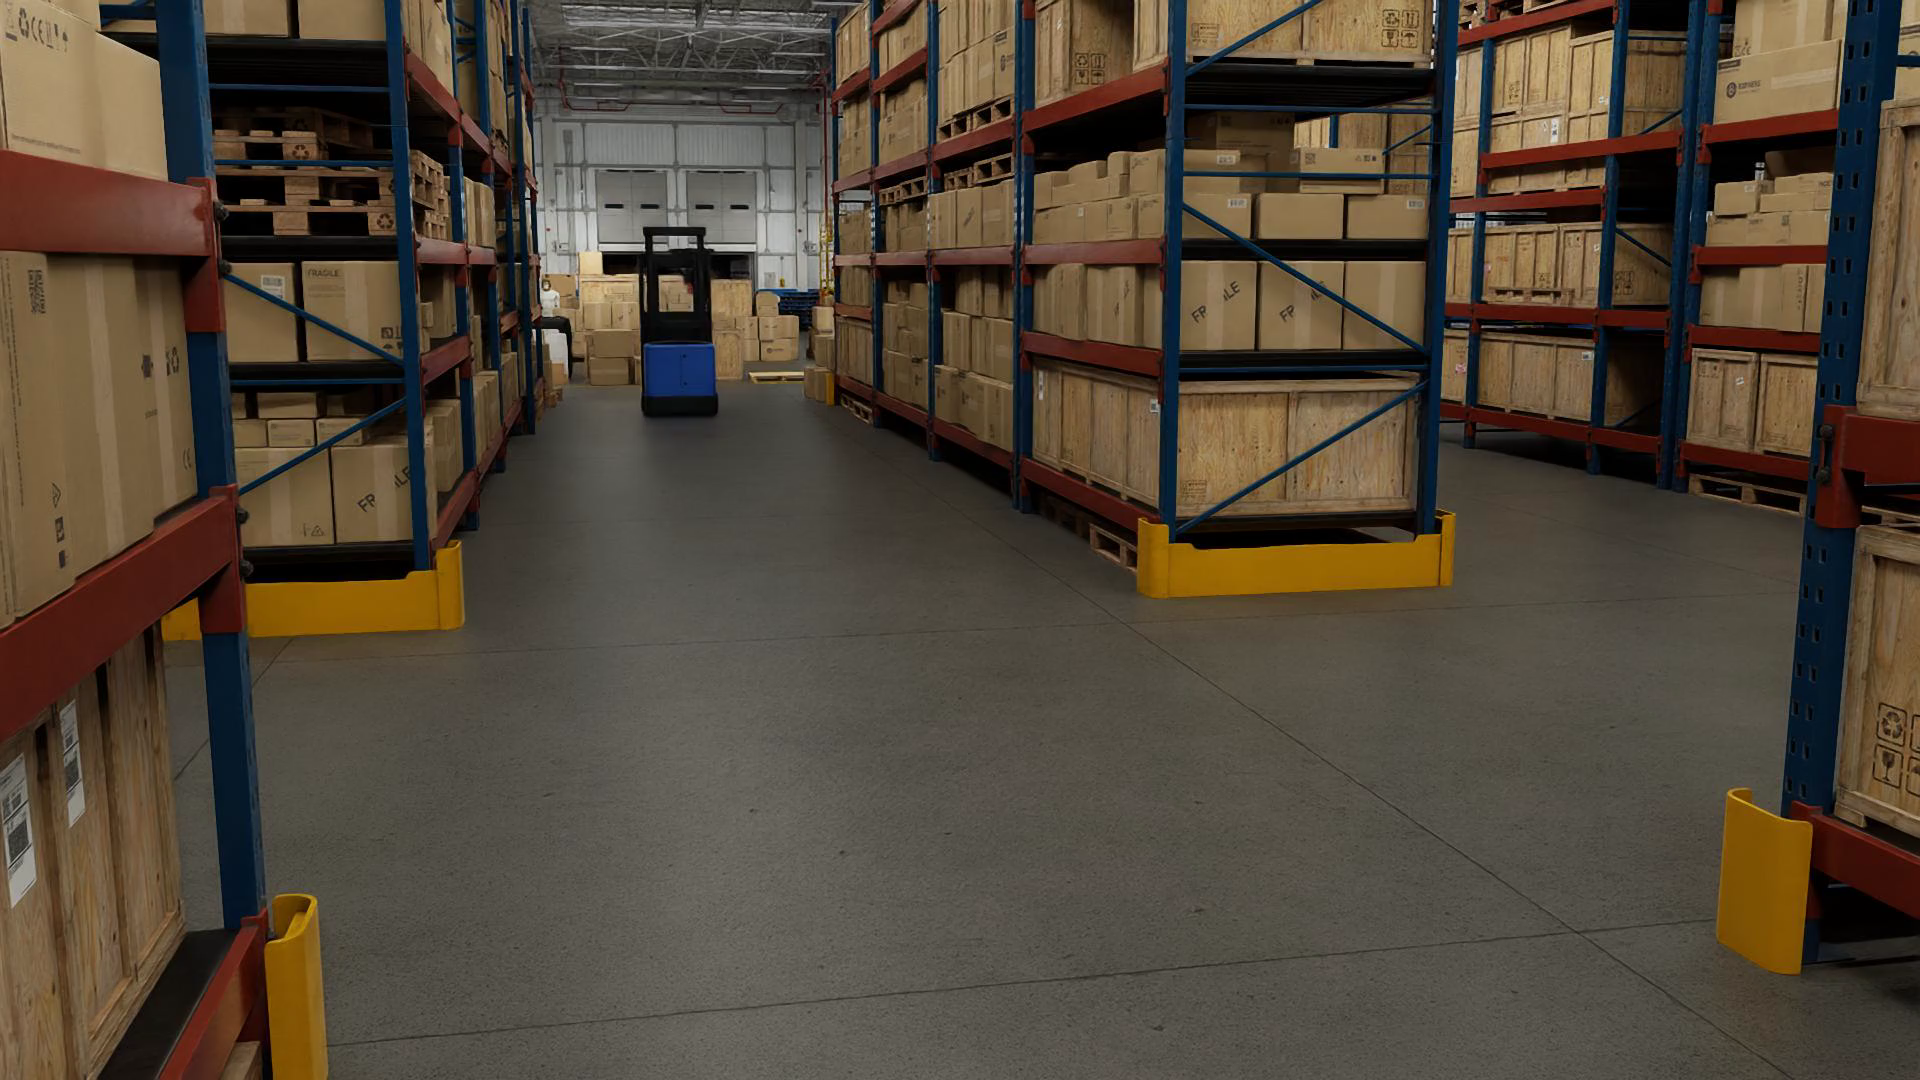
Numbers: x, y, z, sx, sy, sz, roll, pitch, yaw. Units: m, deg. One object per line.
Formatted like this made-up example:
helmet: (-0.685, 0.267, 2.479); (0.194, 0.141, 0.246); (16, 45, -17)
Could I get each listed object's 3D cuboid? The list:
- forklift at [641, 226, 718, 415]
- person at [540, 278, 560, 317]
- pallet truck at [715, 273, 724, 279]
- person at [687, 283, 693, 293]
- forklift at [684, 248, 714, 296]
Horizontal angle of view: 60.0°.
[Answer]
forklift: (-4.293, -3.346, 25.216); (1.129, 2.768, 1.873); (-2, 10, -12)
person: (-10.352, -5.585, 41.732); (0.630, 1.940, 0.372); (-2, 10, -12)
pallet truck: (-8.580, -8.986, 62.280); (1.885, 1.965, 0.823); (1, 9, 5)
person: (-5.928, -4.539, 35.545); (0.941, 1.891, 0.592); (-1, 9, -5)
forklift: (-8.410, -8.037, 53.813); (1.129, 2.768, 1.873); (-7, 12, -38)
